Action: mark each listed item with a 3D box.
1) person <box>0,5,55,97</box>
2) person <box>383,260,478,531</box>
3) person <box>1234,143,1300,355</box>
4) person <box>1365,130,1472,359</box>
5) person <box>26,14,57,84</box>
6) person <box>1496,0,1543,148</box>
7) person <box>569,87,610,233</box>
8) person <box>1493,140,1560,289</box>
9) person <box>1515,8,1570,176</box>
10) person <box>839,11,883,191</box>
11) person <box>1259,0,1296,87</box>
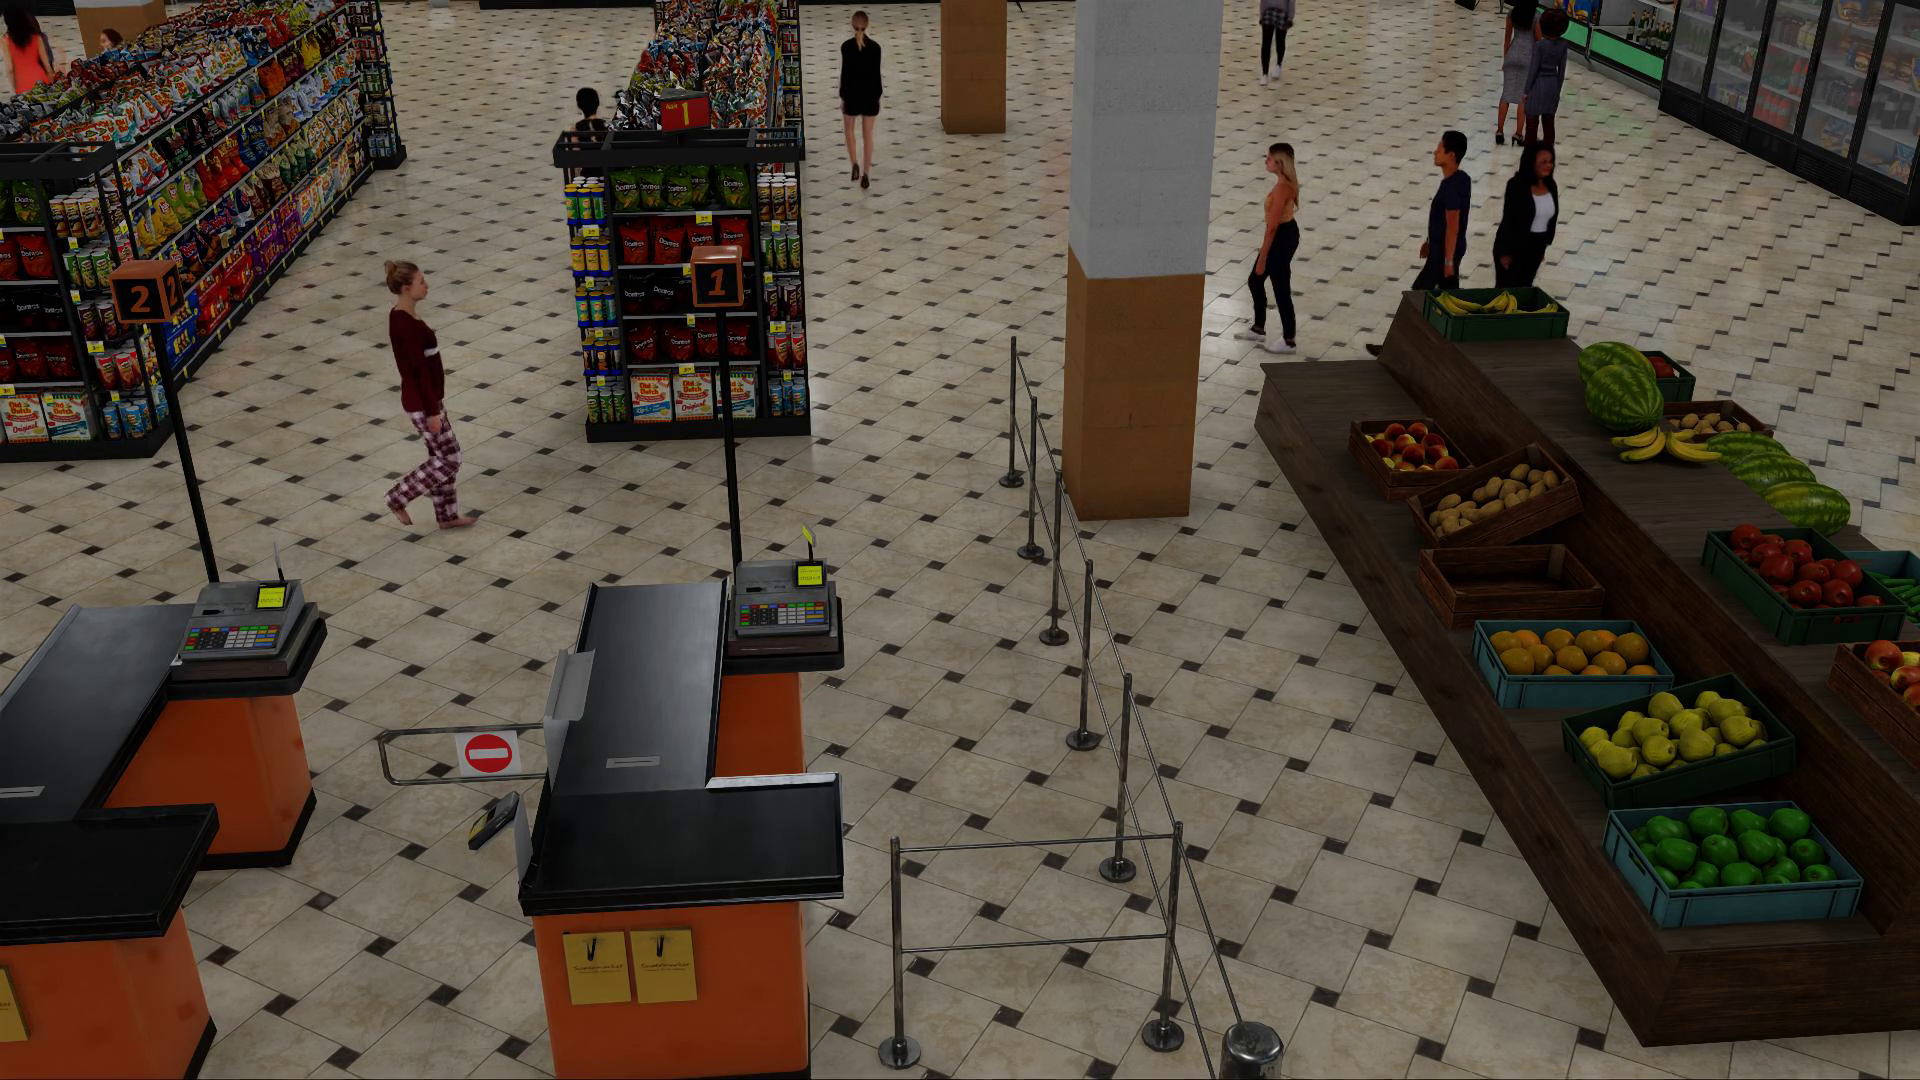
[{"bbox_3d":[-9.671,-4.686,17.408,1.002,1.688,1.079,-23,35,-37],"label":"person"},{"bbox_3d":[-3.212,-0.805,9.753,0.801,1.691,0.765,-9,28,-18],"label":"person"},{"bbox_3d":[2.498,-2.170,12.533,0.818,1.611,0.784,9,28,17],"label":"person"},{"bbox_3d":[3.653,-2.090,12.207,0.964,1.763,1.030,10,28,18],"label":"person"},{"bbox_3d":[-11.343,-5.919,20.484,0.490,1.105,0.475,-6,27,-11],"label":"person"},{"bbox_3d":[6.226,-5.288,18.493,0.656,1.781,0.714,20,33,35],"label":"person"},{"bbox_3d":[-3.085,-3.034,14.284,0.667,1.568,1.054,-5,27,-10],"label":"person"},{"bbox_3d":[4.253,-2.236,12.657,0.755,1.617,0.774,-16,31,-28],"label":"person"},{"bbox_3d":[6.063,-4.639,17.293,0.618,1.710,0.553,-6,28,-12],"label":"person"},{"bbox_3d":[-0.996,-4.401,16.777,0.619,1.751,0.626,-4,27,-8],"label":"person"},{"bbox_3d":[4.119,-6.799,21.524,0.947,1.735,1.230,9,28,18],"label":"person"}]
